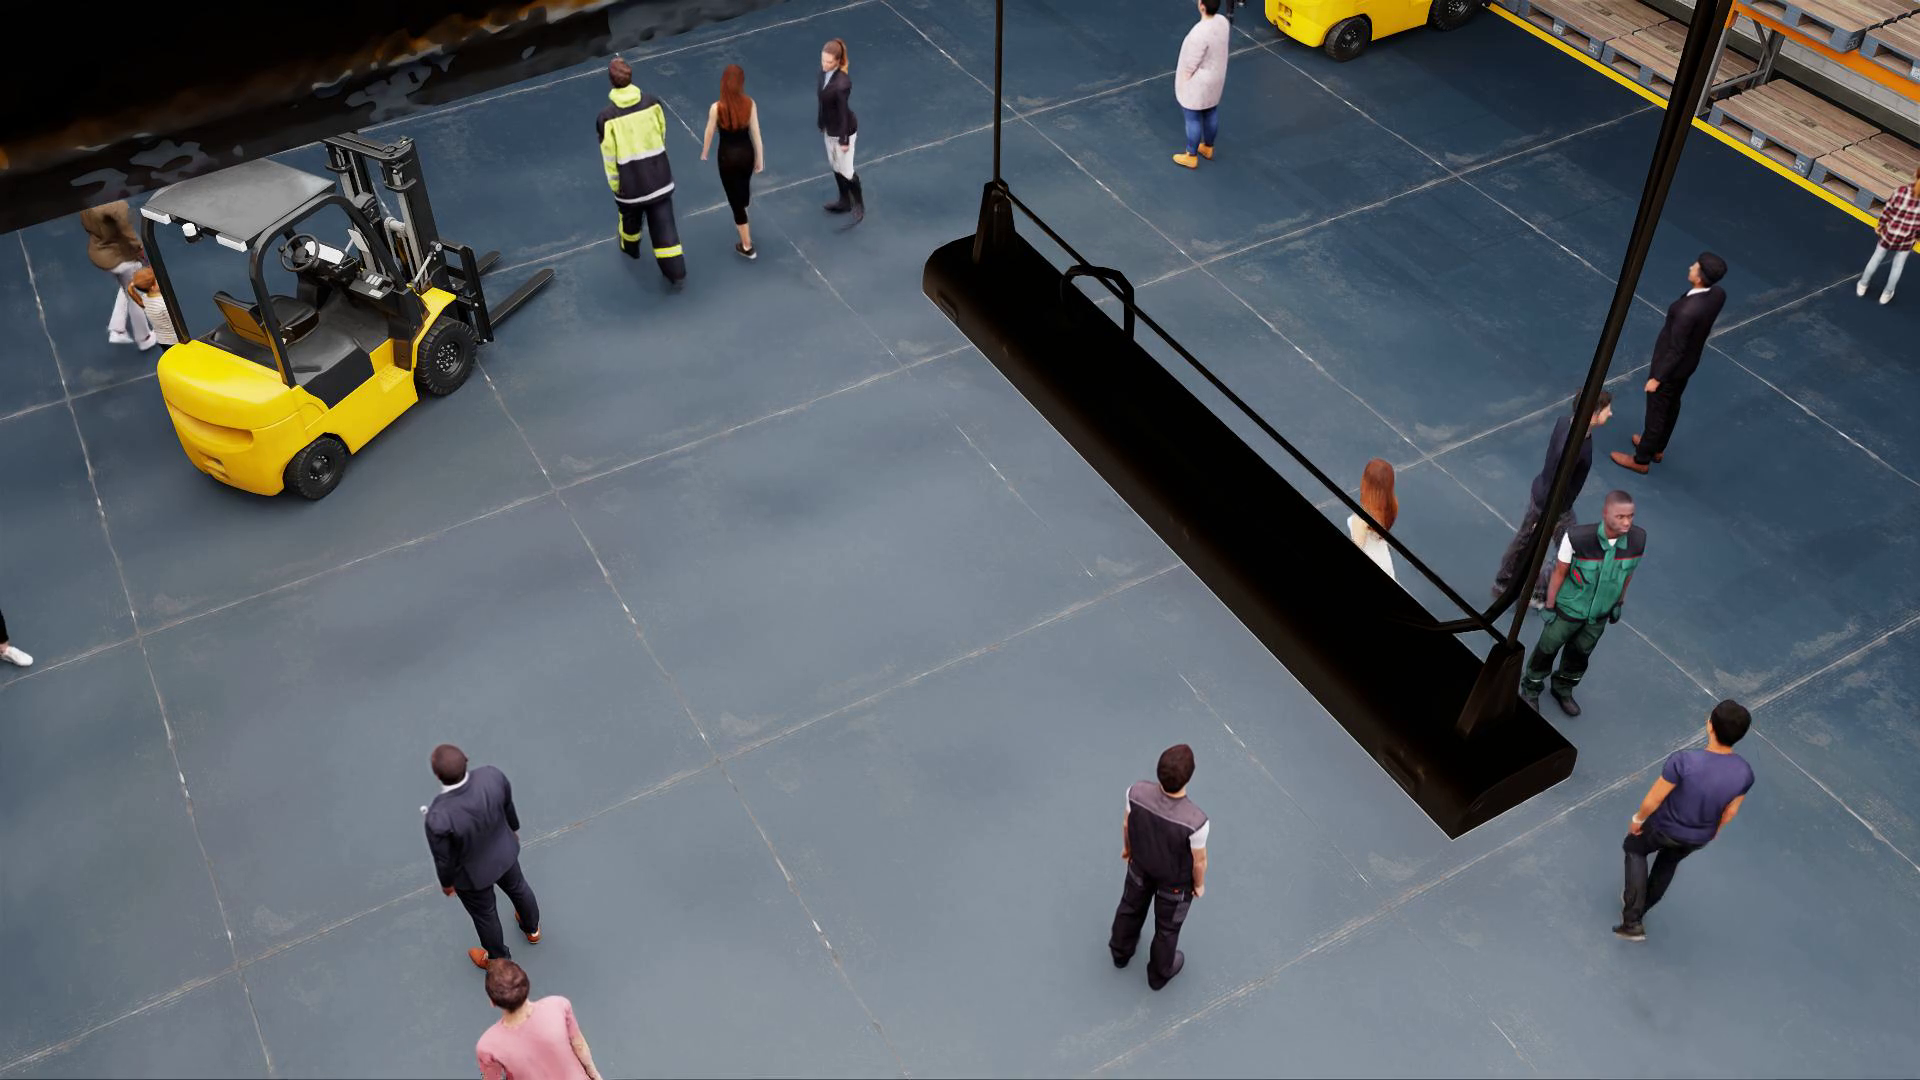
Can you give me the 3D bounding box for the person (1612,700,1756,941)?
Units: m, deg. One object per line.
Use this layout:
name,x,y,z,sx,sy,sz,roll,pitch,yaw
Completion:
person,3.964,1.642,9.131,0.890,1.765,0.954,2,44,2

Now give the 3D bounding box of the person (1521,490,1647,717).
person,3.886,0.394,10.388,0.775,1.839,0.764,-3,44,-4

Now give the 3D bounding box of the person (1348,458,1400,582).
person,2.668,0.252,10.677,0.609,1.646,1.218,-27,50,-26

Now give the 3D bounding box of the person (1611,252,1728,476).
person,5.225,-1.283,12.116,0.742,1.883,0.627,-31,52,-28

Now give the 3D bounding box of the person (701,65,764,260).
person,-1.881,-3.193,14.255,0.626,1.699,0.937,-22,48,-21

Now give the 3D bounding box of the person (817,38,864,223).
person,-1.061,-3.588,14.646,0.730,1.731,0.537,-19,47,-19

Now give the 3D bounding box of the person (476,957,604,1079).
person,-1.895,2.718,7.905,0.832,1.900,1.298,-30,51,-27

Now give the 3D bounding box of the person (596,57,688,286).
person,-2.641,-3.029,13.908,0.779,1.939,1.195,-21,48,-21

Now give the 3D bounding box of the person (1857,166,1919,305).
person,7.866,-2.583,13.901,0.577,1.304,0.673,26,49,25

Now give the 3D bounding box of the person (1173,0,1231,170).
person,2.252,-4.284,15.369,0.746,1.742,0.699,-32,52,-29

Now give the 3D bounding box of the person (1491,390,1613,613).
person,3.854,-0.264,11.071,0.876,1.851,0.819,5,44,5

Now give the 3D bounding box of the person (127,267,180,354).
person,-6.061,-1.526,12.783,0.550,1.316,0.622,20,47,20

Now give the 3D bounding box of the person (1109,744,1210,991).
person,1.084,1.758,8.953,0.674,1.843,0.799,27,50,26

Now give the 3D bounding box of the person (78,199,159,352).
person,-6.698,-2.189,13.132,0.837,1.794,0.947,21,47,20

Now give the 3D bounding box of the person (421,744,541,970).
person,-2.586,1.717,9.010,0.749,1.824,0.774,28,50,26
